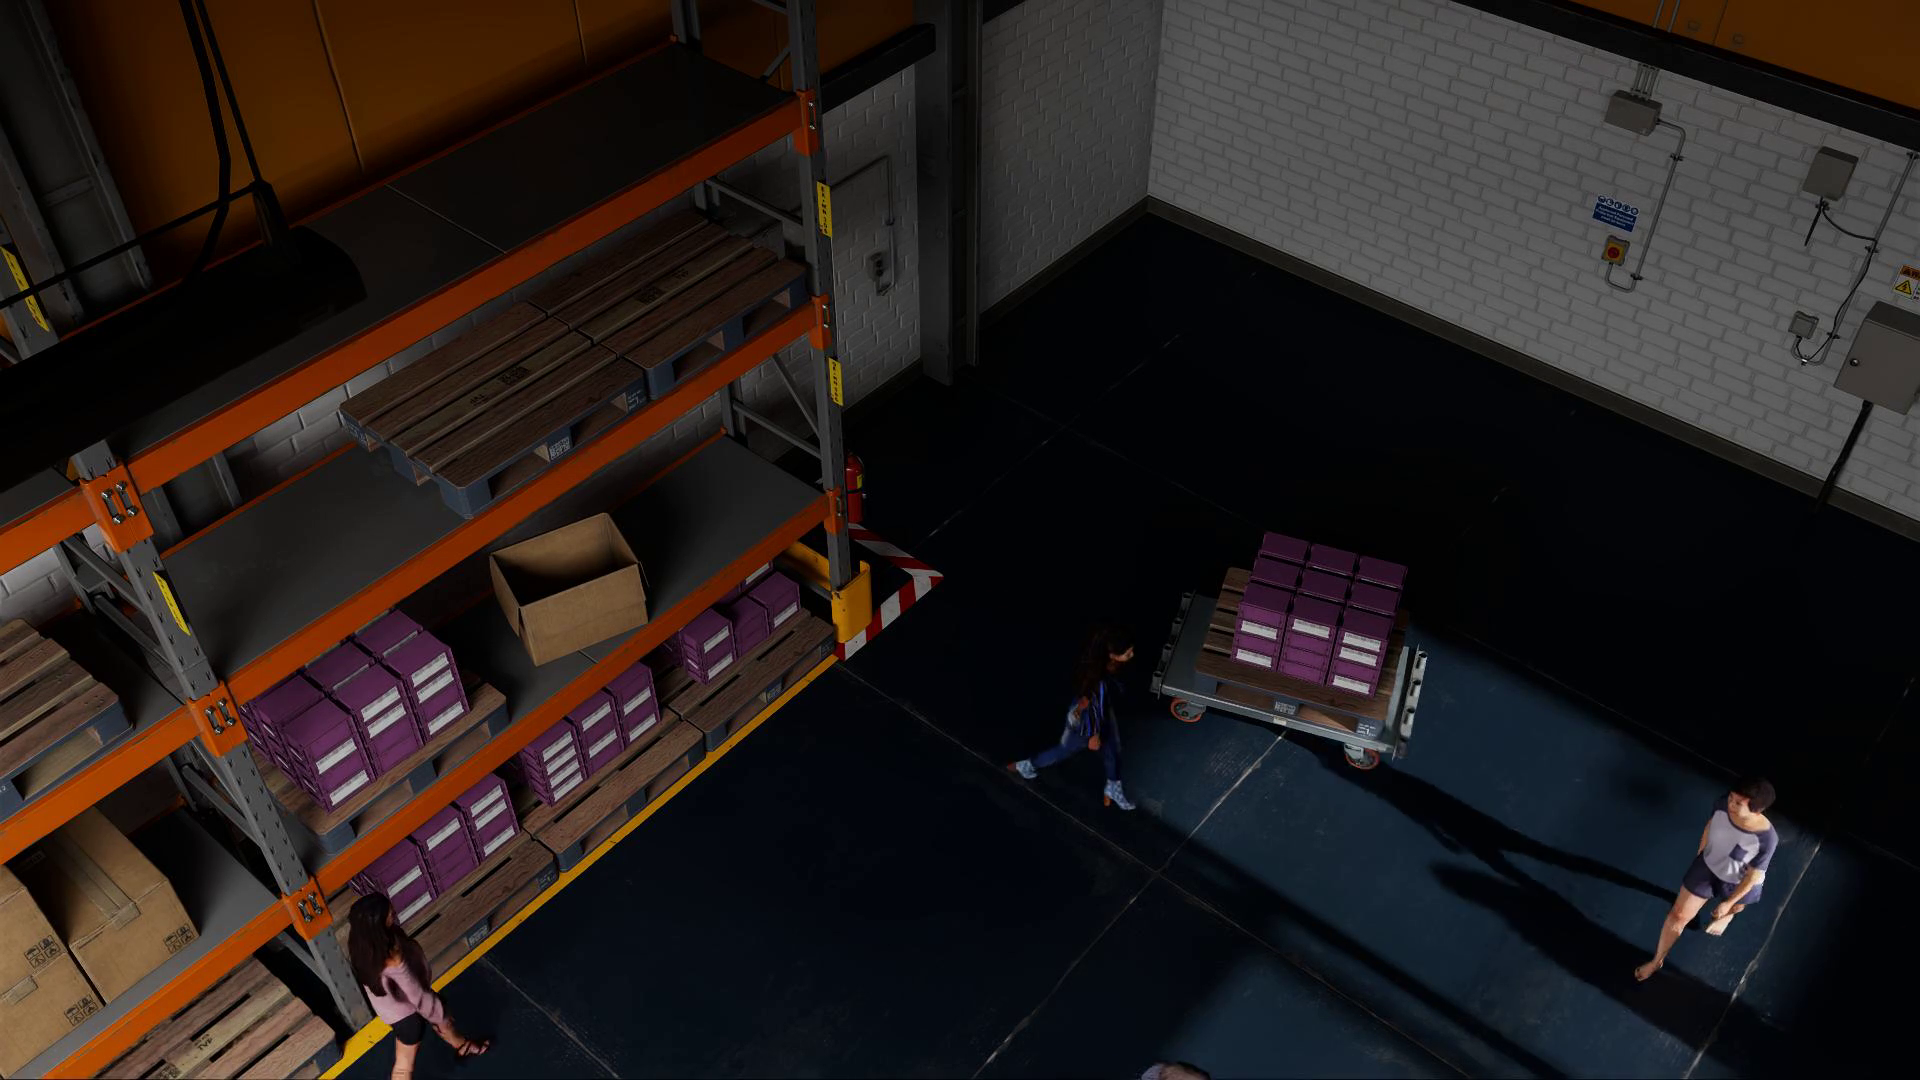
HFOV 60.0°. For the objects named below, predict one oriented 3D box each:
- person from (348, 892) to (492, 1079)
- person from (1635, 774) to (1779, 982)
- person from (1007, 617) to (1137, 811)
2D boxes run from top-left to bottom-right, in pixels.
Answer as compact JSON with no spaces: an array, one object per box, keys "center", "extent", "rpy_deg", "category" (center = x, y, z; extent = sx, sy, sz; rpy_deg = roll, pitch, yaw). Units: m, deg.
[{"center":[-2.885,2.406,8.370],"extent":[0.875,1.785,0.696],"rpy_deg":[-34,53,-30],"category":"person"},{"center":[4.284,1.812,9.191],"extent":[1.093,1.513,0.717],"rpy_deg":[-27,50,-25],"category":"person"},{"center":[0.698,1.050,9.944],"extent":[0.945,1.579,1.089],"rpy_deg":[11,45,11],"category":"person"}]
